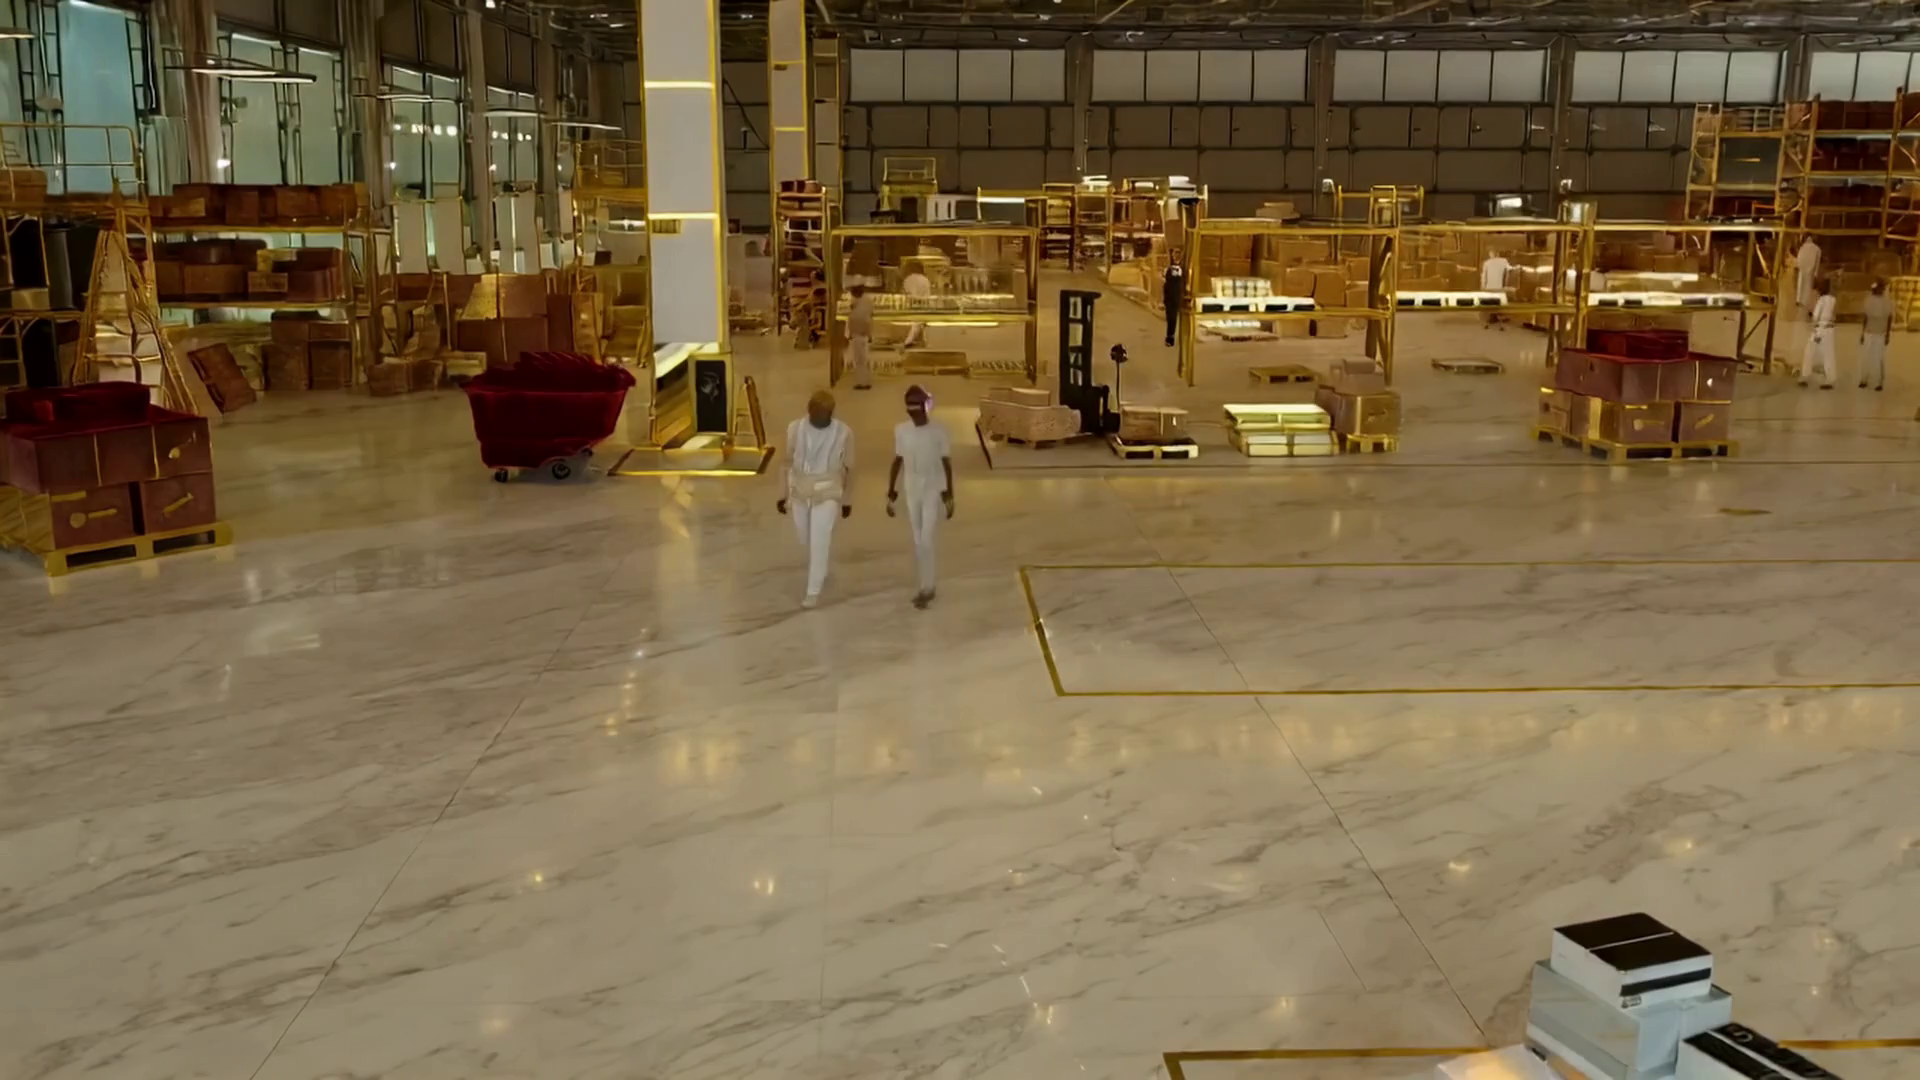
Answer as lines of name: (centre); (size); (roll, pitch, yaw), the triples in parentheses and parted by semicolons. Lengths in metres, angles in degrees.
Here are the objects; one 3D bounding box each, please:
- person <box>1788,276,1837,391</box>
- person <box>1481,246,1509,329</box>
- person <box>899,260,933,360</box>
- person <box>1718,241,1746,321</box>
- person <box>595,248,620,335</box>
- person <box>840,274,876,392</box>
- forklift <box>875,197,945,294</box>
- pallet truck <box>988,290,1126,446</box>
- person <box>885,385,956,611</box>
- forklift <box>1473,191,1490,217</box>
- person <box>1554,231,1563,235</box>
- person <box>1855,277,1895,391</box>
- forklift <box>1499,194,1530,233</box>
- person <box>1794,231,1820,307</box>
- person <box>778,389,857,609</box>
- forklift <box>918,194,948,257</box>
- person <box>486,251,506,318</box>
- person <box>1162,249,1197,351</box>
person: (14.057, -3.375, 27.267); (0.817, 1.855, 0.671); (1, 13, 7)
person: (12.110, -5.700, 37.655); (0.632, 1.913, 0.765); (-1, 12, -2)
person: (-0.858, -4.399, 31.851); (0.997, 1.900, 0.637); (-11, 17, -42)
person: (18.635, -6.250, 40.168); (0.638, 1.910, 0.896); (4, 13, 17)
person: (-7.674, -5.417, 36.397); (0.588, 1.906, 0.755); (-11, 17, -41)
person: (-1.700, -3.378, 27.174); (0.638, 1.907, 0.597); (-9, 16, -36)
forklift: (-1.451, -8.633, 48.698); (1.873, 2.768, 1.129); (2, 13, 11)
pallet truck: (1.257, -2.299, 22.111); (1.885, 1.965, 0.823); (-9, 15, -35)
person: (-0.350, -0.344, 13.632); (0.551, 1.842, 0.728); (6, 14, 24)
forklift: (19.639, -11.771, 62.867); (1.873, 2.768, 1.129); (0, 12, -2)
person: (19.281, -9.228, 53.649); (0.876, 1.880, 0.567); (-9, 15, -34)
person: (15.033, -3.374, 27.290); (0.340, 1.860, 0.504); (-7, 14, -28)
forklift: (18.441, -10.166, 55.622); (1.129, 2.768, 1.873); (0, 12, -2)
person: (22.514, -7.191, 44.204); (0.610, 1.996, 0.386); (12, 17, 42)
person: (-1.167, -0.386, 13.916); (0.627, 1.807, 0.869); (4, 13, 17)
forklift: (-0.769, -9.867, 54.269); (1.873, 2.768, 1.129); (-7, 14, -30)
person: (-11.439, -6.267, 40.868); (0.523, 1.631, 0.323); (11, 17, 42)
person: (4.361, -4.808, 33.339); (0.684, 2.000, 0.538); (7, 14, 29)
